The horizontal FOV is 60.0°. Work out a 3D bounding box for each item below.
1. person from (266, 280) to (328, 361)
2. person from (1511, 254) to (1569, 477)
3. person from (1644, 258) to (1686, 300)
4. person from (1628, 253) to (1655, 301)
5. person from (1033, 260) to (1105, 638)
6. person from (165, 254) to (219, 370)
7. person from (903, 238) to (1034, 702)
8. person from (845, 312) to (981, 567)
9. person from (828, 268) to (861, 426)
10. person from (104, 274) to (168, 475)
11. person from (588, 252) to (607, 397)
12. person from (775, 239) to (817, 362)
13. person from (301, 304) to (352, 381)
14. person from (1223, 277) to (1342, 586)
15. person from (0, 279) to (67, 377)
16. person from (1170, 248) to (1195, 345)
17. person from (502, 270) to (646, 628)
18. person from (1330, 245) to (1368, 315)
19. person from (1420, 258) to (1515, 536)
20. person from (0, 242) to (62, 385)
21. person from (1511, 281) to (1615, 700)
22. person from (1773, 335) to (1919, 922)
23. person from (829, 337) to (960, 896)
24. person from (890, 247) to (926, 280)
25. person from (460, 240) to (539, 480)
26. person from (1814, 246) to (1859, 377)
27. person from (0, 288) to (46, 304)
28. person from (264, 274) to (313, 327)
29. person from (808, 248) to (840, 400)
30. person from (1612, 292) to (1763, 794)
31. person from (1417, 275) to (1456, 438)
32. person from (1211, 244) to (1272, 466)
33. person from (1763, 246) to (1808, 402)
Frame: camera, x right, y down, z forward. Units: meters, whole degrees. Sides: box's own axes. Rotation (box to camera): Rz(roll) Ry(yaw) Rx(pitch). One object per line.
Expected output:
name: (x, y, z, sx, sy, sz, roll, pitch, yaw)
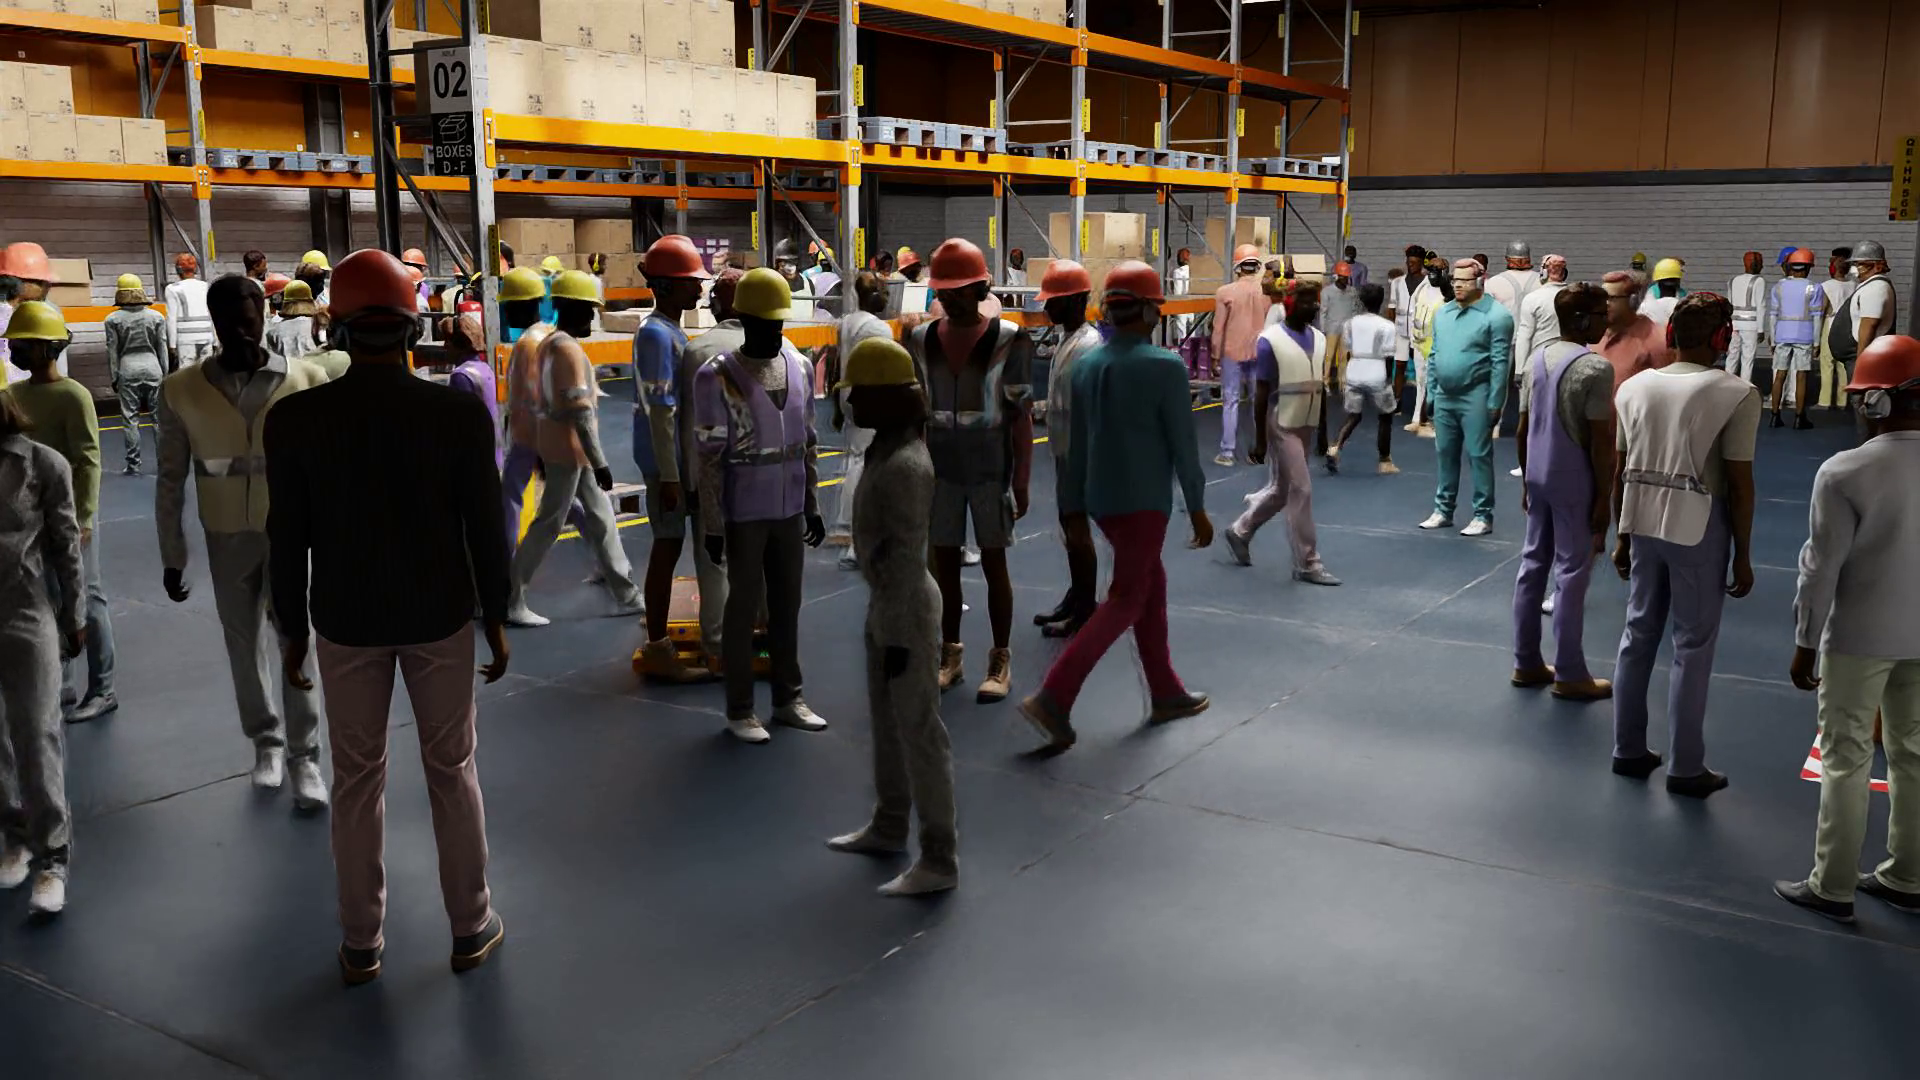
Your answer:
person: (-4.886, -1.056, 12.360, 0.497, 1.732, 0.380, 1, 10, 8)
person: (5.011, -1.473, 14.187, 0.642, 1.902, 0.399, -3, 11, -16)
person: (7.277, -1.999, 17.255, 0.570, 1.840, 0.373, -7, 12, -32)
person: (10.812, -3.681, 26.643, 0.586, 1.824, 0.404, 6, 12, 30)
person: (0.559, -0.458, 8.499, 0.388, 1.925, 0.550, -1, 10, -5)
person: (-8.259, -2.140, 17.953, 0.349, 1.878, 0.578, 7, 12, 34)
person: (0.021, -0.300, 7.329, 0.613, 2.033, 0.411, 4, 11, 20)
person: (-0.302, -0.598, 10.187, 0.872, 1.593, 0.511, -4, 11, -22)
person: (-1.146, -2.179, 18.088, 0.598, 1.907, 0.408, -4, 11, -21)
person: (-7.103, -1.425, 14.382, 0.483, 1.737, 0.320, -7, 12, -34)
person: (-4.813, -2.801, 21.653, 0.462, 1.867, 0.774, -8, 13, -37)
person: (-1.691, -1.963, 16.510, 0.688, 2.000, 0.536, -7, 12, -33)
person: (-3.885, -0.664, 10.461, 0.512, 1.628, 0.284, 2, 10, 9)
person: (1.944, -0.668, 9.977, 0.578, 1.816, 0.876, -9, 14, -42)
person: (-6.908, -1.116, 12.226, 0.636, 1.899, 0.401, -2, 10, -11)
person: (3.633, -3.782, 27.027, 0.355, 1.883, 0.572, 9, 14, 42)
person: (-2.052, -0.468, 8.744, 0.952, 1.886, 0.599, -3, 11, -15)
person: (6.671, -4.094, 28.609, 0.627, 1.936, 0.375, 2, 10, 12)
person: (3.471, -0.981, 11.476, 0.398, 1.899, 0.646, -7, 12, -34)
person: (-5.281, -0.660, 9.381, 0.559, 2.009, 0.658, -2, 11, -13)
person: (2.688, -0.219, 7.393, 0.351, 1.843, 0.506, -4, 11, -23)
person: (2.735, 0.266, 4.972, 0.565, 1.745, 0.349, -2, 10, -12)
person: (-0.212, 0.230, 5.213, 0.323, 1.740, 0.492, -2, 10, -12)
person: (-0.743, -3.008, 22.602, 0.587, 1.930, 0.356, 3, 11, 14)
person: (-3.766, -1.460, 13.719, 0.685, 2.000, 0.535, -2, 10, -10)
person: (13.140, -3.378, 24.635, 0.722, 1.937, 0.617, 1, 10, 3)
person: (-6.740, -1.089, 11.983, 0.631, 1.932, 0.372, 4, 11, 22)
person: (-5.547, -1.318, 13.759, 0.344, 1.741, 0.561, 1, 10, 4)
person: (-1.685, -2.732, 21.117, 0.590, 1.913, 0.396, -2, 10, -12)
person: (2.639, 0.014, 6.129, 0.393, 1.836, 0.560, -6, 12, -30)
person: (4.904, -1.865, 16.999, 0.402, 1.668, 0.541, 3, 11, 14)
person: (2.560, -1.656, 14.973, 0.614, 1.987, 0.408, -2, 10, -9)
person: (10.222, -2.645, 20.553, 0.395, 1.945, 0.602, 0, 10, 2)
